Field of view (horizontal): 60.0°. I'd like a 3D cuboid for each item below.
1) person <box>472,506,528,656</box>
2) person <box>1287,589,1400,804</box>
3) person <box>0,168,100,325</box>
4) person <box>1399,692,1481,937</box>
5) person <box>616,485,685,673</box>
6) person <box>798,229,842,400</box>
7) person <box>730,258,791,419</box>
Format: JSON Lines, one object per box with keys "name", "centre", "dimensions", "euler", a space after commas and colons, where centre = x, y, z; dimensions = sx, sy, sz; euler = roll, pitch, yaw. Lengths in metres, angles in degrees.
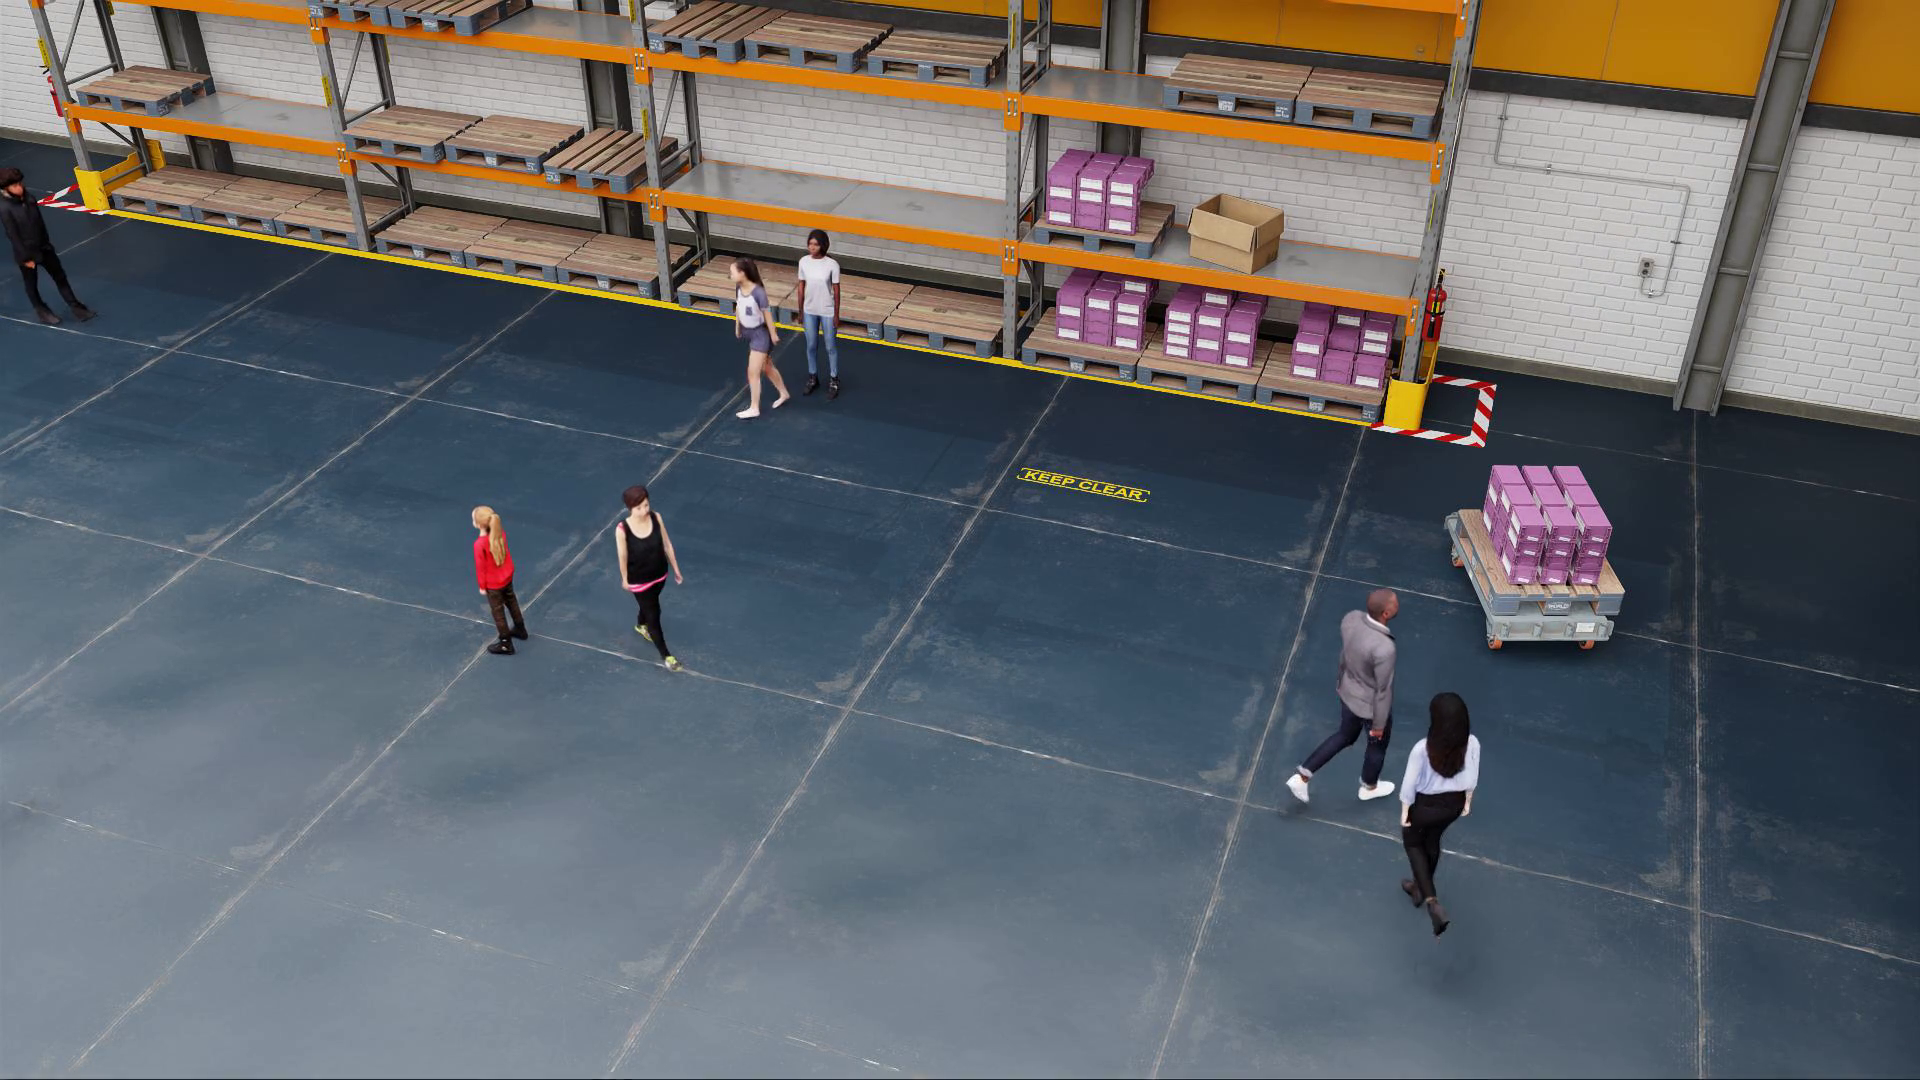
{"name": "person", "centre": [-3.577, 0.294, 12.838], "dimensions": [0.470, 1.281, 0.476], "euler": [11, 35, 16]}
{"name": "person", "centre": [2.639, 1.097, 11.166], "dimensions": [1.198, 1.795, 1.108], "euler": [-12, 35, -17]}
{"name": "person", "centre": [-9.813, -3.072, 17.481], "dimensions": [0.969, 1.747, 0.675], "euler": [13, 36, 19]}
{"name": "person", "centre": [2.960, 1.727, 10.281], "dimensions": [0.989, 1.724, 1.001], "euler": [-5, 34, -7]}
{"name": "person", "centre": [-2.432, 0.217, 12.744], "dimensions": [0.861, 1.513, 1.087], "euler": [-27, 42, -35]}
{"name": "person", "centre": [-1.361, -2.210, 16.210], "dimensions": [0.489, 1.719, 0.659], "euler": [8, 34, 12]}
{"name": "person", "centre": [-1.845, -1.958, 15.921], "dimensions": [0.930, 1.619, 0.911], "euler": [-25, 41, -33]}
